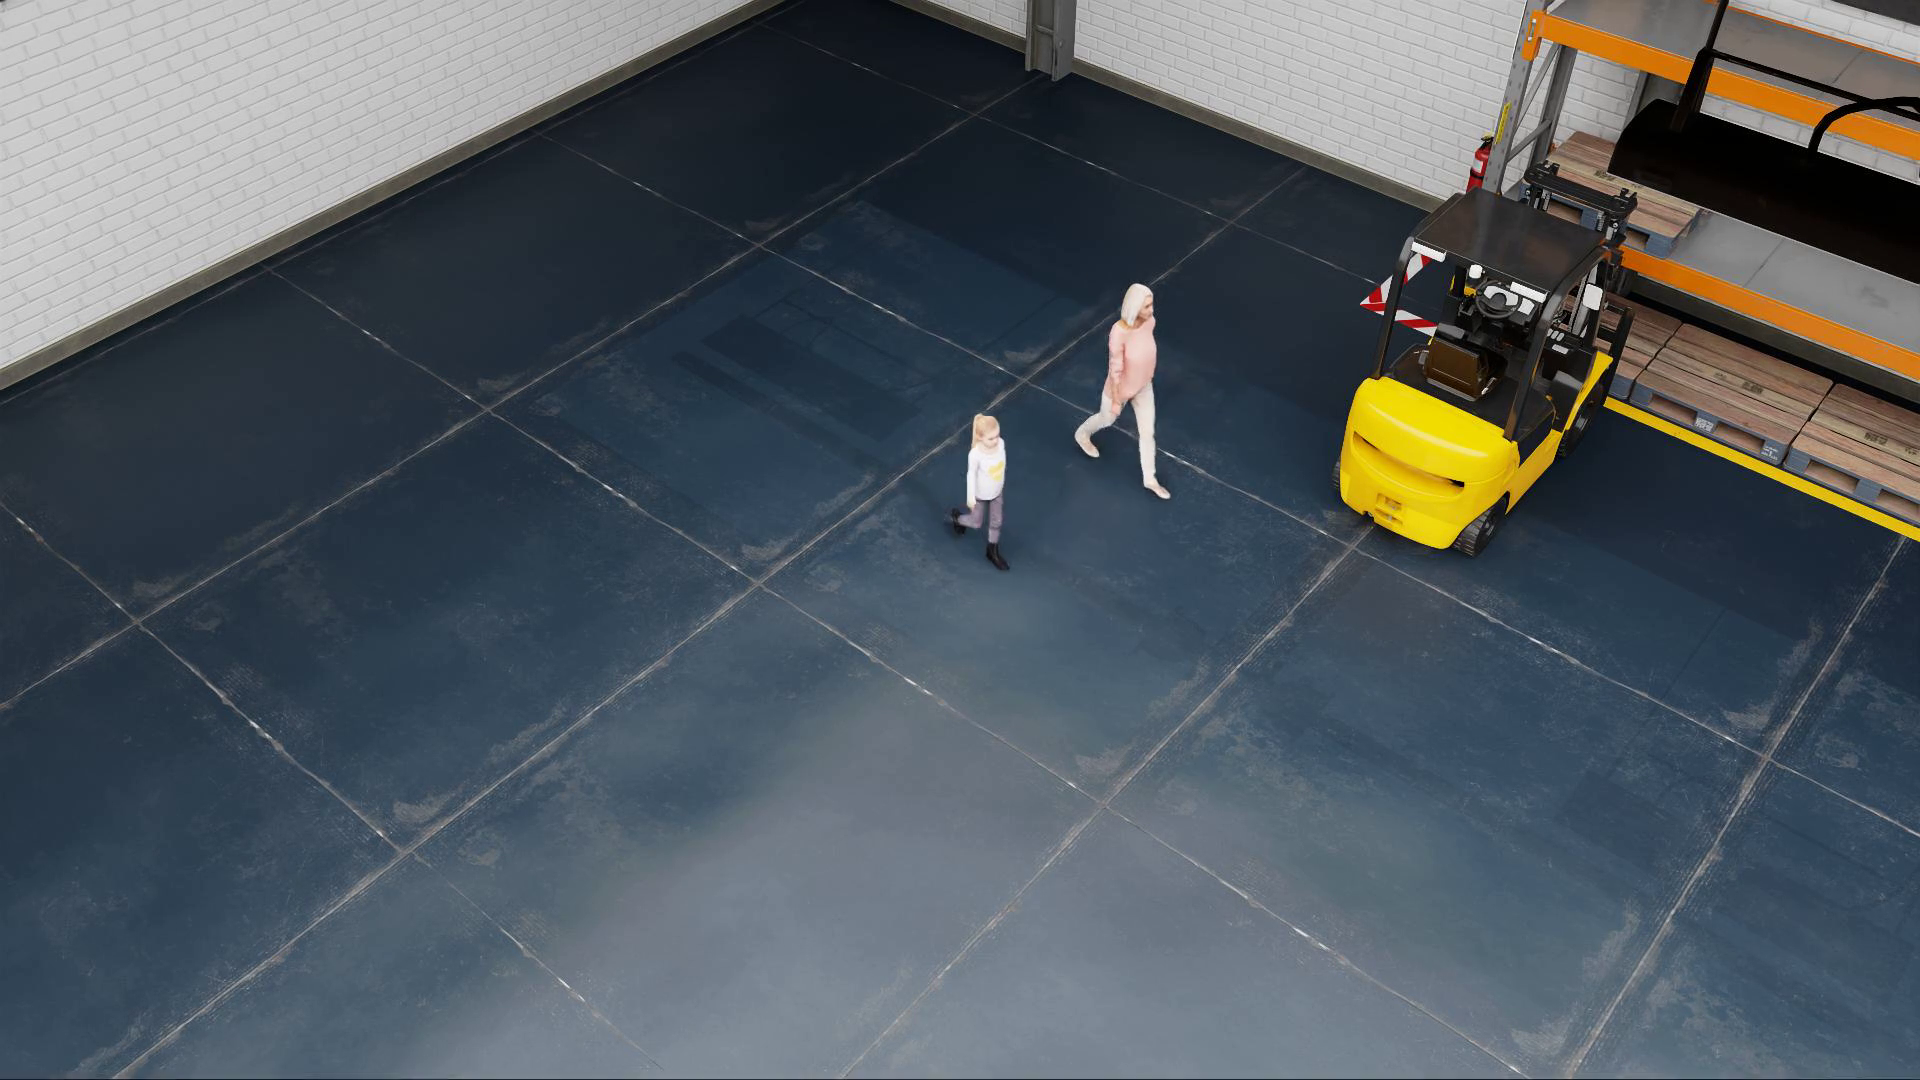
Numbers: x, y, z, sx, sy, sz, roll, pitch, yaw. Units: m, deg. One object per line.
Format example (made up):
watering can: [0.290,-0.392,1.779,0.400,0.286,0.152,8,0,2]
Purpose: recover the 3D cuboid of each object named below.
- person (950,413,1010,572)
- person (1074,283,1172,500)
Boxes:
person: [0.142,-0.374,11.456,0.584,1.263,0.831,-28,50,-27]
person: [1.138,-1.132,11.949,0.717,1.680,1.191,-33,52,-30]
